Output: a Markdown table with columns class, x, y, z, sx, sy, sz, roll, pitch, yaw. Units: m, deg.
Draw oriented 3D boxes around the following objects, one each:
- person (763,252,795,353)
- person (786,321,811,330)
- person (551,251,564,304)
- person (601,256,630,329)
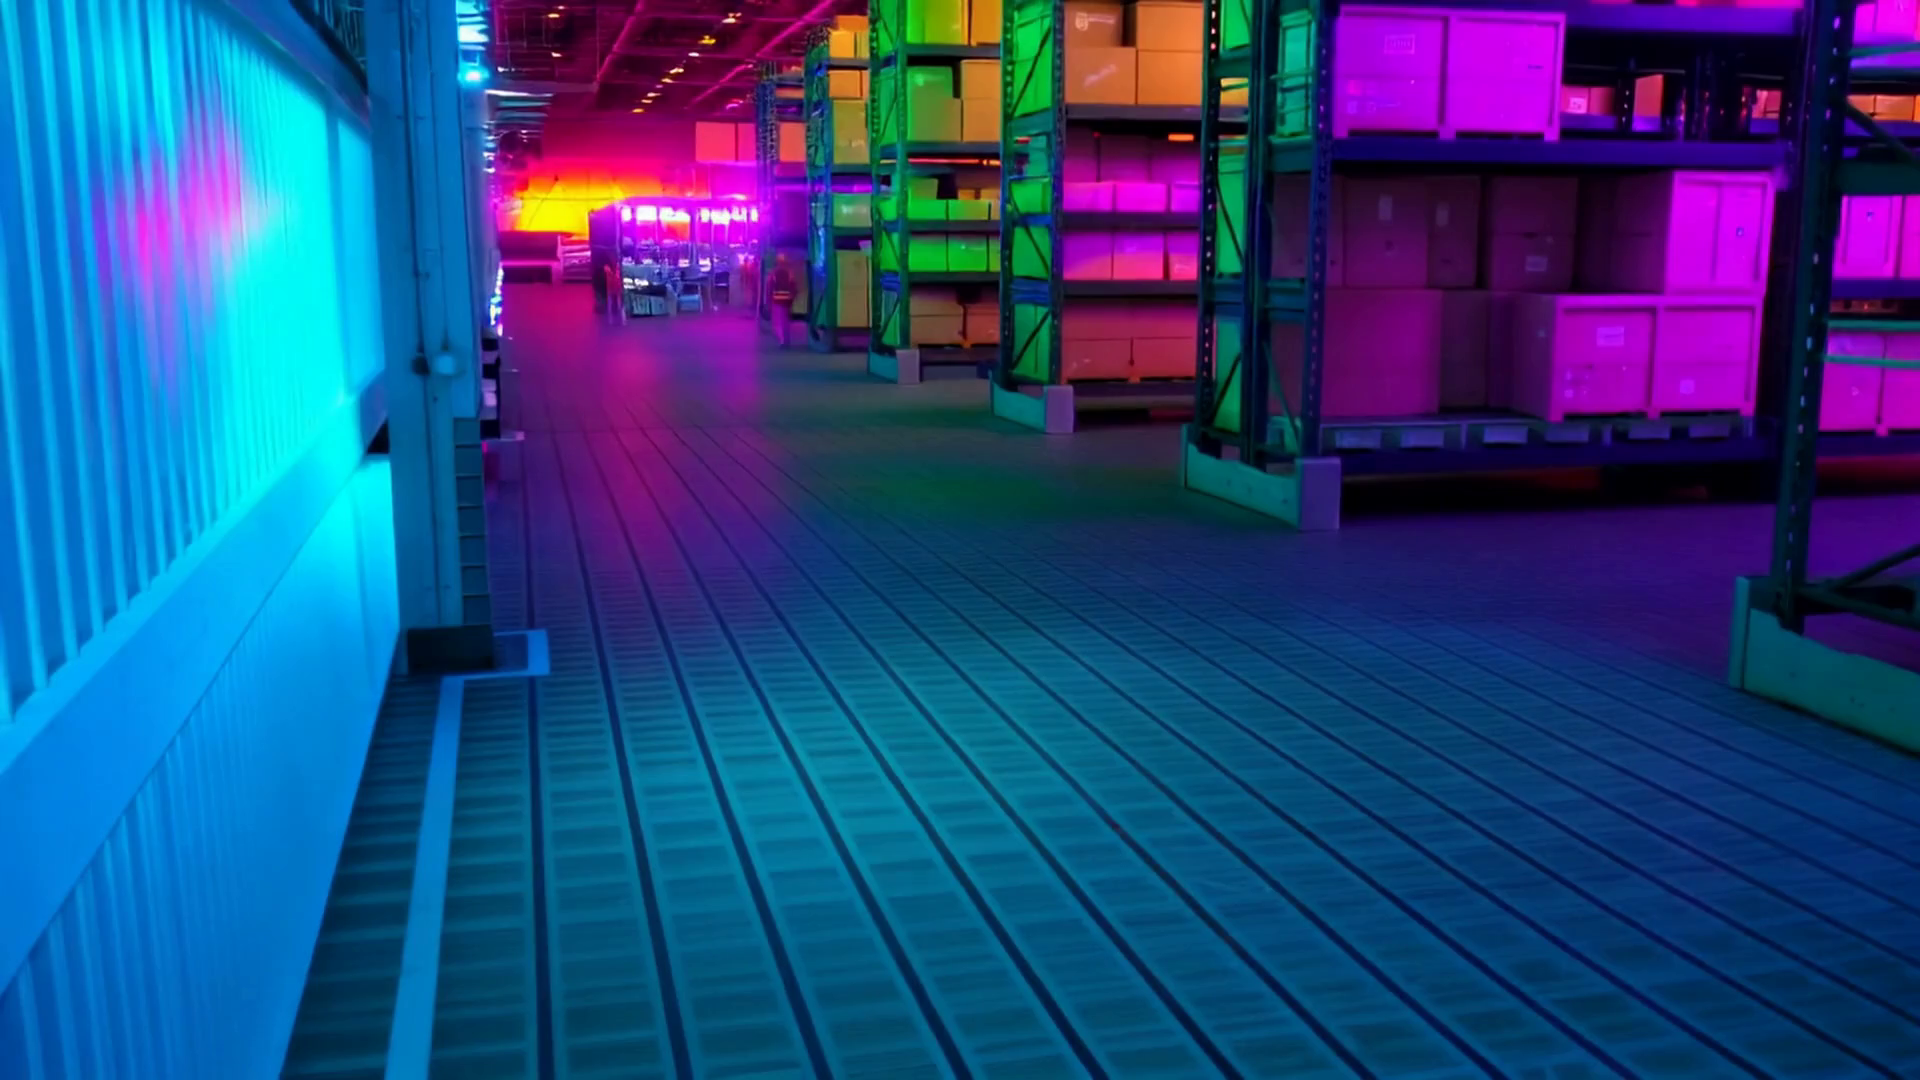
| class | x | y | z | sx | sy | sz | roll | pitch | yaw |
| --- | --- | --- | --- | --- | --- | --- | --- | --- | --- |
| person | -3.434 | -4.544 | 31.815 | 0.601 | 1.923 | 0.876 | -5 | 11 | -26 |
| person | -3.968 | -6.017 | 40.327 | 0.998 | 1.876 | 0.565 | -6 | 12 | -32 |
| person | -14.104 | -9.190 | 58.341 | 0.565 | 1.846 | 0.390 | 6 | 12 | 31 |
| person | -8.466 | -6.057 | 40.751 | 0.654 | 1.788 | 0.972 | -8 | 13 | -40 |
